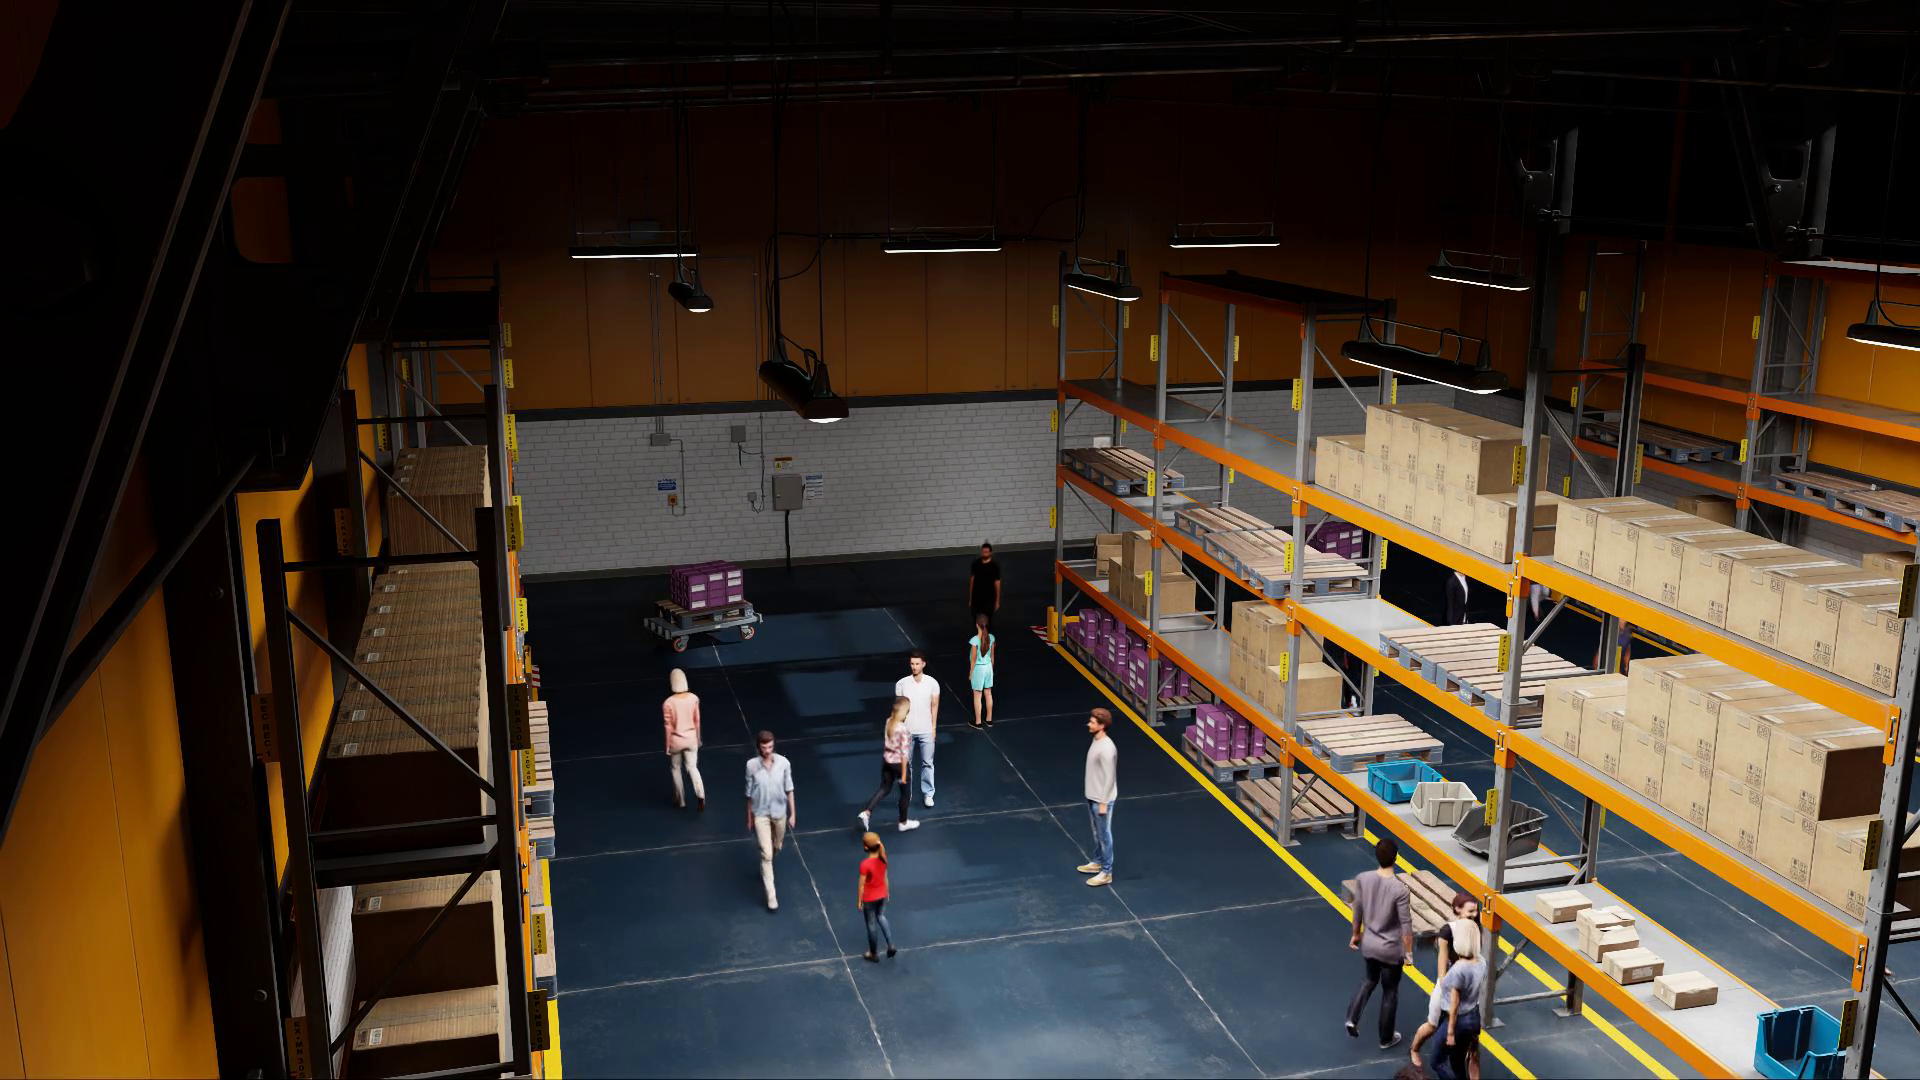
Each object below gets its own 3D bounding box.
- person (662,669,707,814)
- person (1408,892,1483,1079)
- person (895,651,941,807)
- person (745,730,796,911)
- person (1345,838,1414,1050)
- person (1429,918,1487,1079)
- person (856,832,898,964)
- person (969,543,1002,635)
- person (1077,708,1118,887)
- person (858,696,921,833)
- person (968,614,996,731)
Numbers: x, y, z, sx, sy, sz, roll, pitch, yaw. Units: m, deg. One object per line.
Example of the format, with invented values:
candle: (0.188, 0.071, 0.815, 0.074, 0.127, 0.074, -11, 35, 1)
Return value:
person: (-3.159, 2.345, 19.117, 0.795, 1.702, 1.054, -8, 16, -30)
person: (3.932, 3.680, 13.499, 0.701, 1.751, 1.152, -6, 15, -23)
person: (-0.504, 2.188, 19.416, 0.743, 1.867, 0.695, 1, 14, 5)
person: (-1.959, 2.792, 17.050, 0.665, 1.807, 1.165, -5, 15, -20)
person: (3.539, 3.474, 14.188, 0.951, 1.828, 0.884, -10, 17, -36)
person: (3.999, 3.816, 13.031, 0.767, 1.707, 0.721, 12, 18, 41)
person: (-0.759, 3.386, 15.663, 0.615, 1.304, 0.695, -12, 18, -40)
person: (0.380, 0.890, 25.039, 0.990, 1.743, 1.107, 5, 15, 20)
person: (1.476, 2.661, 17.381, 0.727, 1.904, 0.541, -2, 14, -9)
person: (-0.783, 2.534, 18.530, 0.921, 1.611, 1.025, -12, 18, -40)
person: (0.284, 1.722, 21.994, 0.614, 1.558, 0.624, -9, 16, -32)
